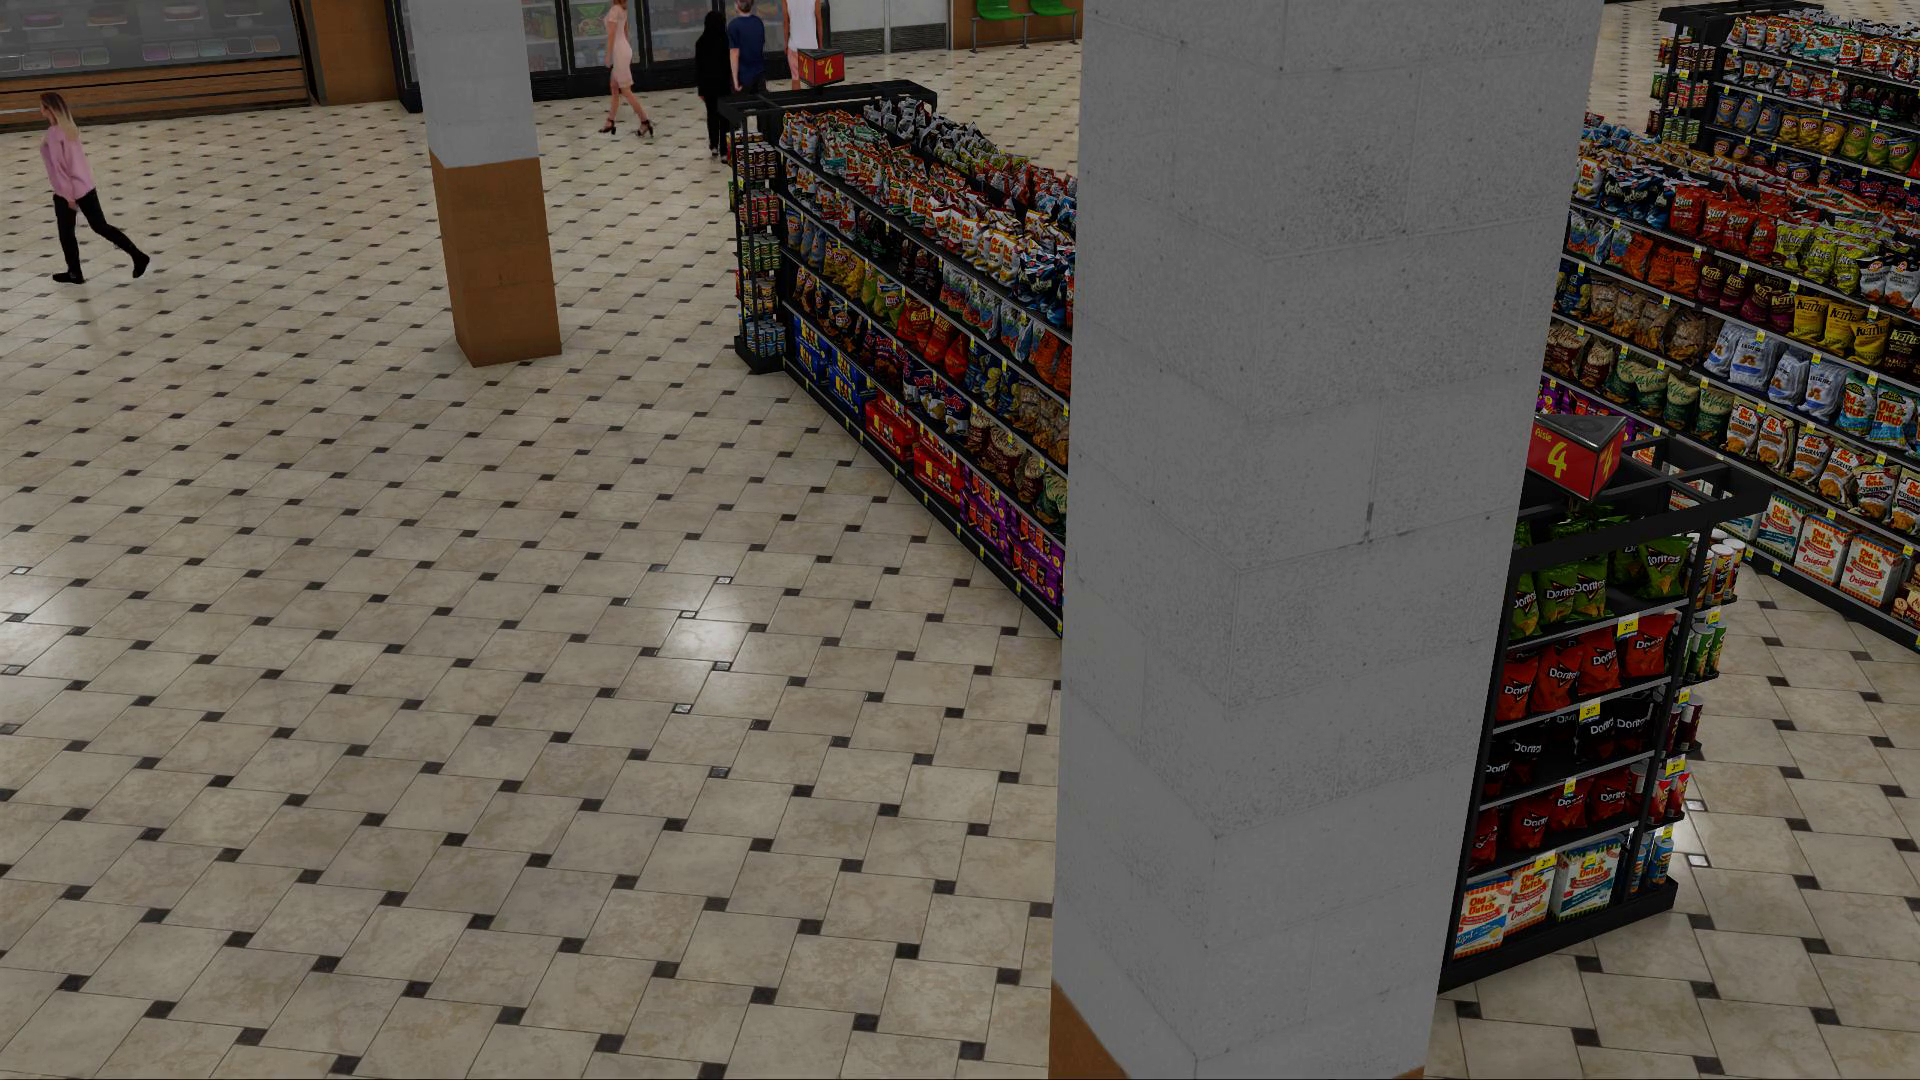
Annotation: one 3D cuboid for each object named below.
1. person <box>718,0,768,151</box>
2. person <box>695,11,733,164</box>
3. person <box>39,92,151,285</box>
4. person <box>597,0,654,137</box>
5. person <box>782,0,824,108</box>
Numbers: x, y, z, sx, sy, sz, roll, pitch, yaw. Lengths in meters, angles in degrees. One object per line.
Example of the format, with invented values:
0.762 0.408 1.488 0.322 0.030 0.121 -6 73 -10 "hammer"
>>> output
-2.237 -5.012 18.097 0.844 1.831 1.135 -21 34 -36 "person"
-2.635 -4.935 18.198 0.807 1.603 0.863 1 27 1 "person"
-7.534 -3.009 14.333 1.015 1.663 1.110 2 27 5 "person"
-3.832 -5.524 19.140 0.952 1.801 0.965 4 27 8 "person"
-1.904 -6.016 20.125 0.698 1.789 0.666 -4 27 -8 "person"
